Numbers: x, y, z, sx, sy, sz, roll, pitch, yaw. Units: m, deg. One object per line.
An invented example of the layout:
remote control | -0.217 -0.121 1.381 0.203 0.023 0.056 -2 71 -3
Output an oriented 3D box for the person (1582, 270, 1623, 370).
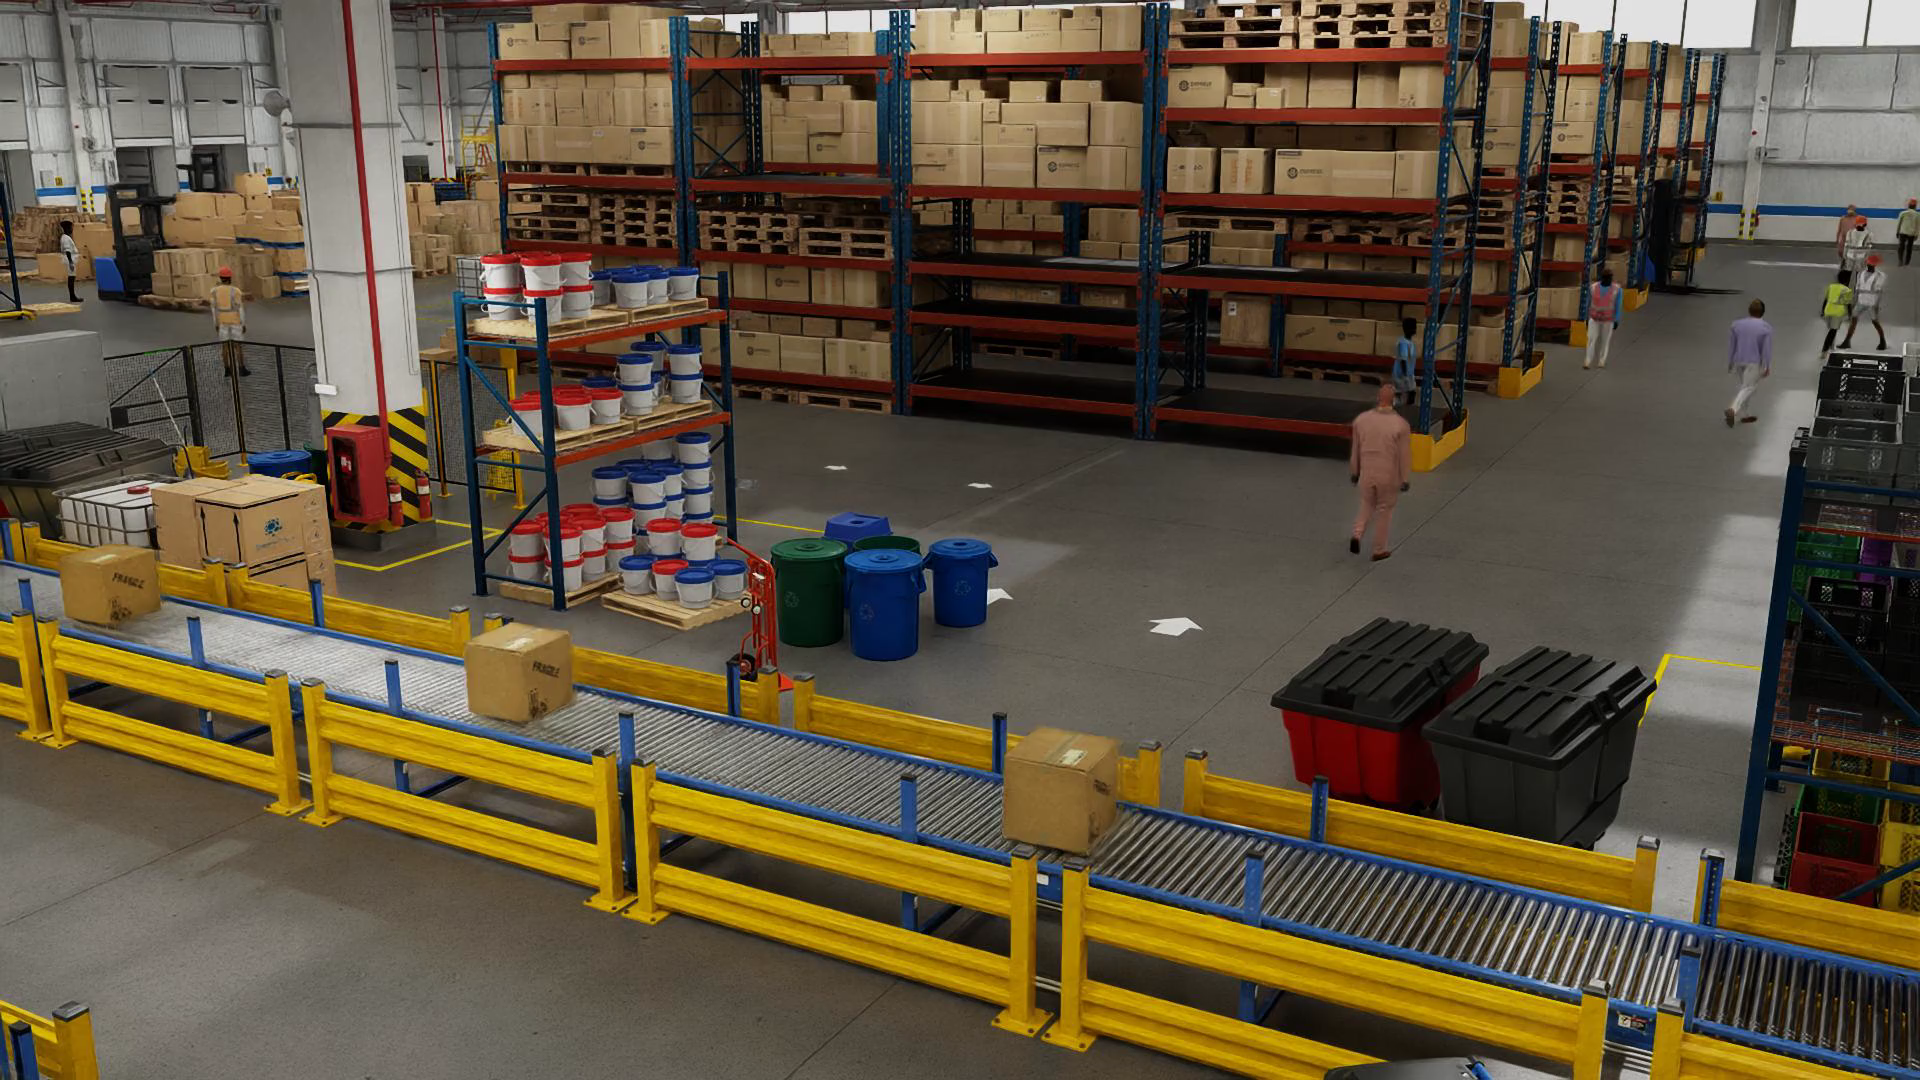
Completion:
person | 11.586 -3.965 30.053 0.644 1.800 0.915 9 17 31

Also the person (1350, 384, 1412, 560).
person | 4.465 -0.707 17.646 0.656 1.891 0.448 13 20 41

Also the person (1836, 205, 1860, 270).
person | 25.194 -8.551 47.146 0.483 1.894 0.648 -14 20 -42

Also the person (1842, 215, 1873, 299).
person | 21.945 -6.918 40.728 0.605 2.035 0.385 13 20 40

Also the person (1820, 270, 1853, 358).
person | 16.648 -4.273 31.466 0.726 1.663 0.559 -6 16 -21

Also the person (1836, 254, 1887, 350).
person | 17.793 -4.646 32.527 0.872 1.903 0.613 -7 16 -23

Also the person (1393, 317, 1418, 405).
person | 6.555 -2.497 24.787 0.740 1.674 0.530 10 18 33

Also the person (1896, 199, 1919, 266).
person | 27.794 -9.012 48.778 0.606 1.954 0.992 9 17 30

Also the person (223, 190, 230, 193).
person | -24.316 -10.748 55.459 0.585 1.860 0.770 0 15 0

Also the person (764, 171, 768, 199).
person | -7.986 -14.034 67.681 0.631 1.931 0.366 -5 16 -17

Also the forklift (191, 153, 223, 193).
forklift | -27.850 -12.924 61.683 1.873 2.768 1.129 8 17 28

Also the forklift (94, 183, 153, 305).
forklift | -19.802 -7.118 39.859 1.873 2.768 1.129 8 17 28

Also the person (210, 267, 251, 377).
person | -12.900 -3.854 29.396 0.552 1.934 0.373 0 15 -1

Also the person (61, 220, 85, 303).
person | -21.408 -6.699 40.035 0.367 1.966 0.607 -8 17 -27

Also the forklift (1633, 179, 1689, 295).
forklift | 17.544 -7.649 41.853 1.873 2.768 1.129 8 17 28

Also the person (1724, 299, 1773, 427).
person | 11.785 -2.646 24.920 0.889 1.914 0.639 -9 18 -31

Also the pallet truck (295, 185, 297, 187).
pallet truck | -26.804 -14.617 69.738 1.885 1.965 0.823 -14 20 -42

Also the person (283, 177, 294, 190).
person | -27.848 -14.237 69.033 0.435 1.619 0.537 11 18 36
